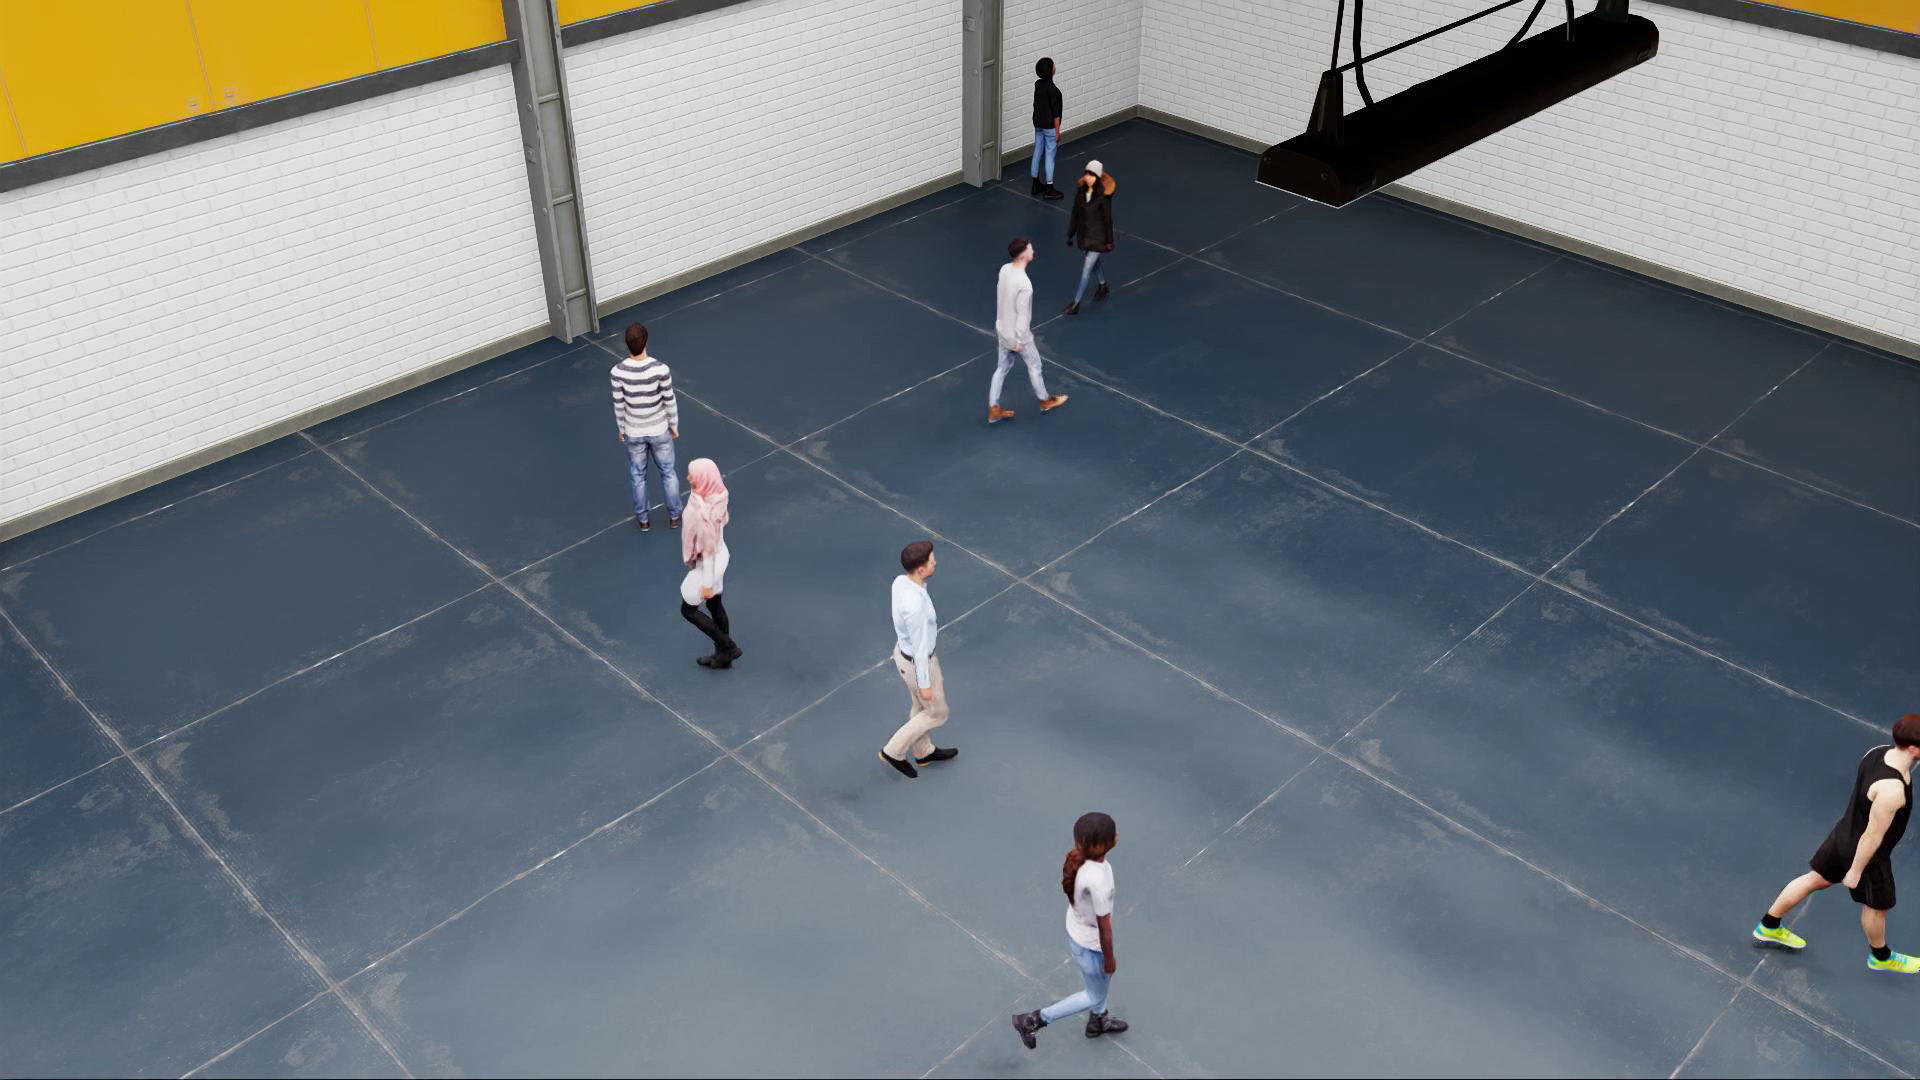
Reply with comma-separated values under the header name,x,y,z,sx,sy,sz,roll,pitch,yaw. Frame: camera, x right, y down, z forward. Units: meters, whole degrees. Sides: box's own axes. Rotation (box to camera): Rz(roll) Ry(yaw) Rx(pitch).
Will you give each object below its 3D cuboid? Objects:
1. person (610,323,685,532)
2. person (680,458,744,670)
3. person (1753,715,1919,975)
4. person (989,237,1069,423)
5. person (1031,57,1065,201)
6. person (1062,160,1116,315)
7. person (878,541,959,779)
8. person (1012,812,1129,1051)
name,x,y,z,sx,sy,sz,roll,pitch,yaw
person,-2.576,-0.917,13.669,0.697,1.853,0.786,-4,34,-5
person,-1.723,0.208,12.026,0.832,1.798,0.764,2,34,3
person,5.149,1.757,9.656,1.135,1.842,1.220,9,35,13
person,0.428,-1.885,15.166,1.103,1.807,0.855,-18,38,-25
person,1.026,-4.910,19.816,0.565,1.698,0.580,-24,40,-32
person,1.407,-3.166,17.287,0.666,1.593,1.043,26,42,34
person,-0.341,0.826,11.068,0.966,1.829,0.880,-8,34,-12
person,0.637,2.193,9.125,1.021,1.703,0.921,-4,34,-6
